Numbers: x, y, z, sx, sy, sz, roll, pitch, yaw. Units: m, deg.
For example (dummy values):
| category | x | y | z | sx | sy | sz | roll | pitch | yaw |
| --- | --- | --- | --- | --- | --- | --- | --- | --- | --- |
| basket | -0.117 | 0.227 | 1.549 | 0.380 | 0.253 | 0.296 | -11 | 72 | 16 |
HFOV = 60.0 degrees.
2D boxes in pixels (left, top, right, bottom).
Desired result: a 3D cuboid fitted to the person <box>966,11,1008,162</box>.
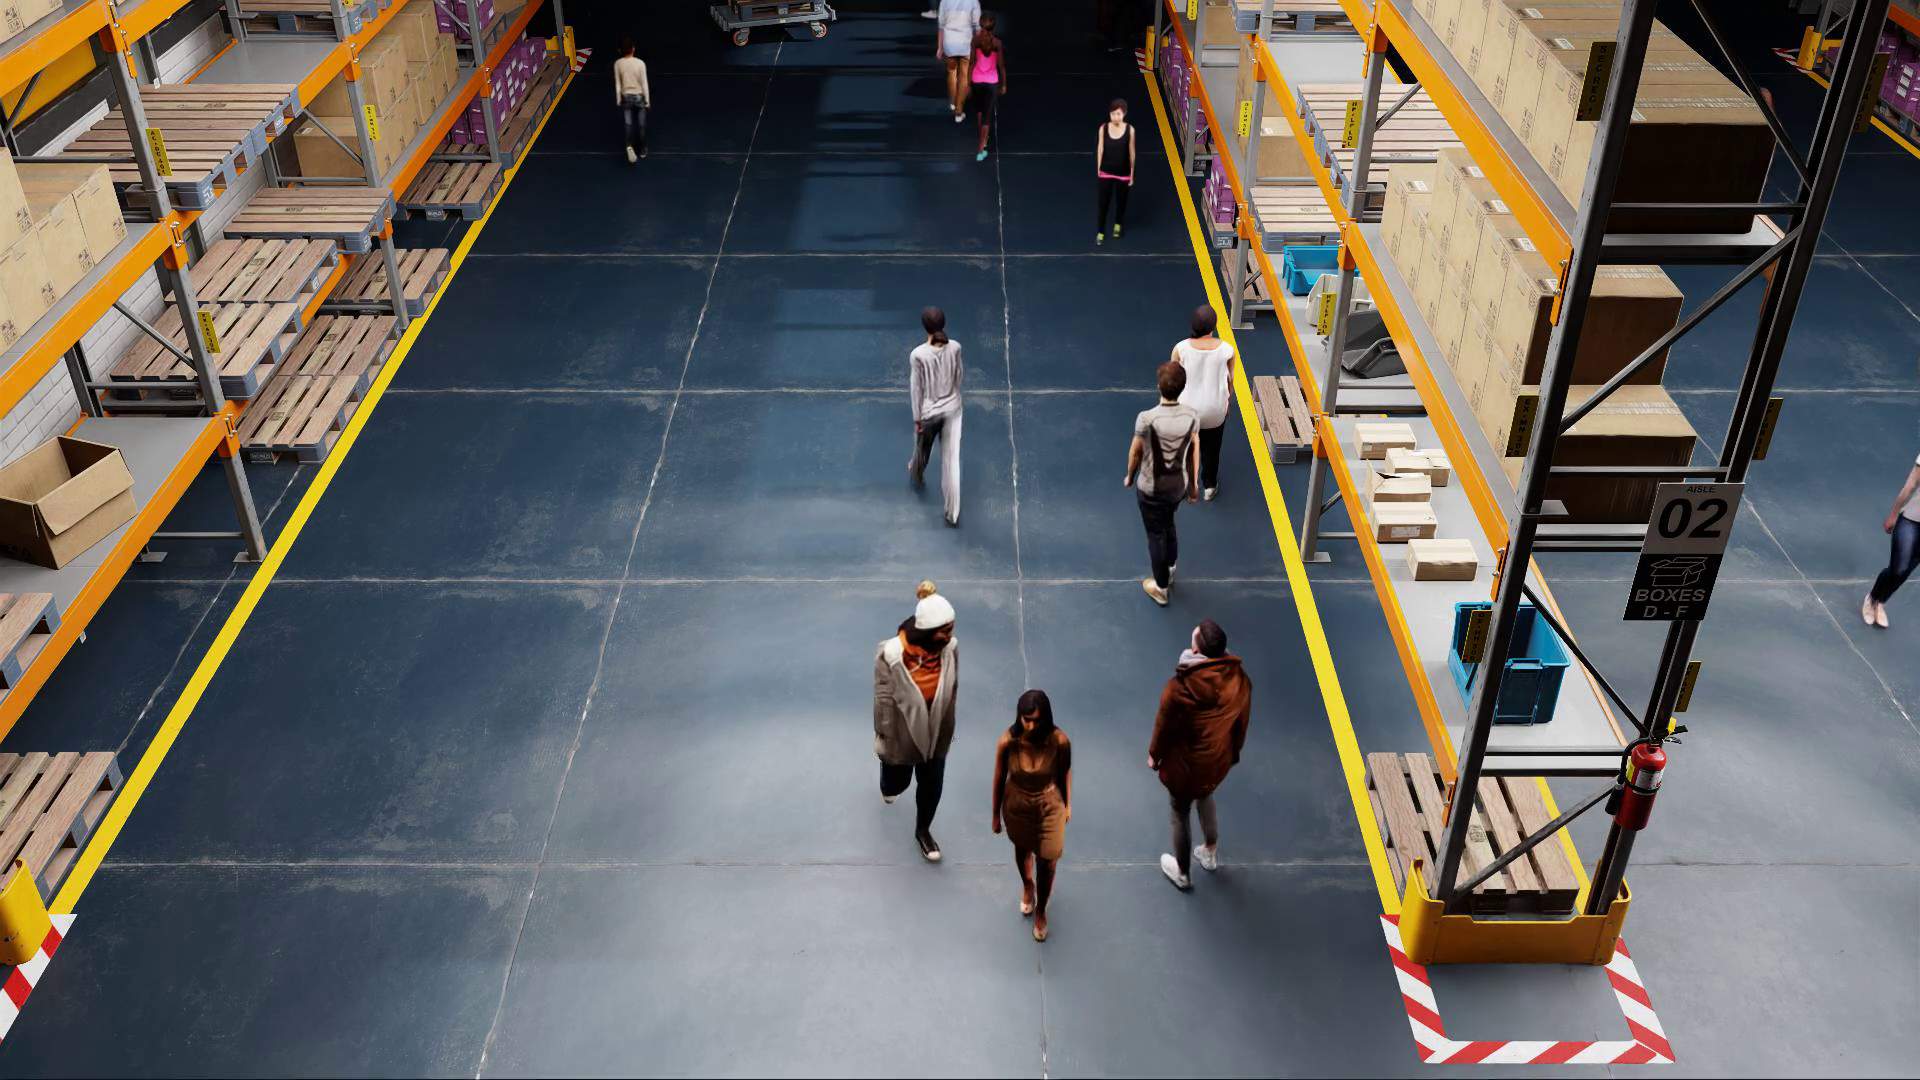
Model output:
| category | x | y | z | sx | sy | sz | roll | pitch | yaw |
| --- | --- | --- | --- | --- | --- | --- | --- | --- | --- |
| person | 0.262 | -5.282 | 19.457 | 0.778 | 1.701 | 0.967 | 11 | 35 | 16 |

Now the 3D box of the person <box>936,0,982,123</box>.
| category | x | y | z | sx | sy | sz | roll | pitch | yaw |
| --- | --- | --- | --- | --- | --- | --- | --- | --- | --- |
| person | -0.031 | -6.073 | 20.556 | 0.822 | 1.801 | 0.977 | 7 | 34 | 10 |

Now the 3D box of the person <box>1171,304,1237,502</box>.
| category | x | y | z | sx | sy | sz | roll | pitch | yaw |
| --- | --- | --- | --- | --- | --- | --- | --- | --- | --- |
| person | 1.894 | -1.092 | 13.165 | 0.679 | 1.687 | 0.640 | 4 | 34 | 6 |

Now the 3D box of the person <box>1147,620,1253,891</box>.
| category | x | y | z | sx | sy | sz | roll | pitch | yaw |
| --- | --- | --- | --- | --- | --- | --- | --- | --- | --- |
| person | 1.393 | 1.287 | 9.465 | 0.824 | 1.821 | 0.833 | -15 | 36 | -21 |

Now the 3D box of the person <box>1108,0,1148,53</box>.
| category | x | y | z | sx | sy | sz | roll | pitch | yaw |
| --- | --- | --- | --- | --- | --- | --- | --- | --- | --- |
| person | 2.257 | -7.618 | 22.873 | 1.083 | 1.809 | 1.063 | -24 | 41 | -32 |

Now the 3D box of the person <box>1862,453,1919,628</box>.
| category | x | y | z | sx | sy | sz | roll | pitch | yaw |
| --- | --- | --- | --- | --- | --- | --- | --- | --- | --- |
| person | 6.767 | -0.165 | 11.746 | 0.612 | 1.715 | 0.601 | 5 | 34 | 8 |

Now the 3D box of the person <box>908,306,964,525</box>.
| category | x | y | z | sx | sy | sz | roll | pitch | yaw |
| --- | --- | --- | --- | --- | --- | --- | --- | --- | --- |
| person | -0.129 | -0.927 | 12.880 | 0.801 | 1.729 | 1.142 | -8 | 34 | -12 |

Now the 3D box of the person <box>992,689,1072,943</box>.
| category | x | y | z | sx | sy | sz | roll | pitch | yaw |
| --- | --- | --- | --- | --- | --- | --- | --- | --- | --- |
| person | 0.413 | 1.462 | 9.336 | 0.621 | 1.673 | 0.671 | 3 | 34 | 5 |

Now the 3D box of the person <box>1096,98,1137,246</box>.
| category | x | y | z | sx | sy | sz | roll | pitch | yaw |
| --- | --- | --- | --- | --- | --- | --- | --- | --- | --- |
| person | 1.667 | -3.947 | 17.600 | 0.597 | 1.533 | 0.834 | 2 | 34 | 4 |

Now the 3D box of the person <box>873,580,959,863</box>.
| category | x | y | z | sx | sy | sz | roll | pitch | yaw |
| --- | --- | --- | --- | --- | --- | --- | --- | --- | --- |
| person | -0.290 | 1.019 | 9.830 | 0.890 | 1.864 | 1.055 | -10 | 35 | -15 |

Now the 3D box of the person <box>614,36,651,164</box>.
| category | x | y | z | sx | sy | sz | roll | pitch | yaw |
| --- | --- | --- | --- | --- | --- | --- | --- | --- | --- |
| person | -3.828 | -5.116 | 19.438 | 0.558 | 1.445 | 0.854 | -2 | 34 | -3 |

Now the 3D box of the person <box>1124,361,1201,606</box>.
| category | x | y | z | sx | sy | sz | roll | pitch | yaw |
| --- | --- | --- | --- | --- | --- | --- | --- | --- | --- |
| person | 1.482 | -0.338 | 11.867 | 0.734 | 1.868 | 0.789 | -10 | 35 | -14 |

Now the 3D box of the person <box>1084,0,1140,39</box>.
| category | x | y | z | sx | sy | sz | roll | pitch | yaw |
| --- | --- | --- | --- | --- | --- | --- | --- | --- | --- |
| person | 2.284 | -7.975 | 23.370 | 0.979 | 1.854 | 1.103 | 11 | 35 | 16 |
